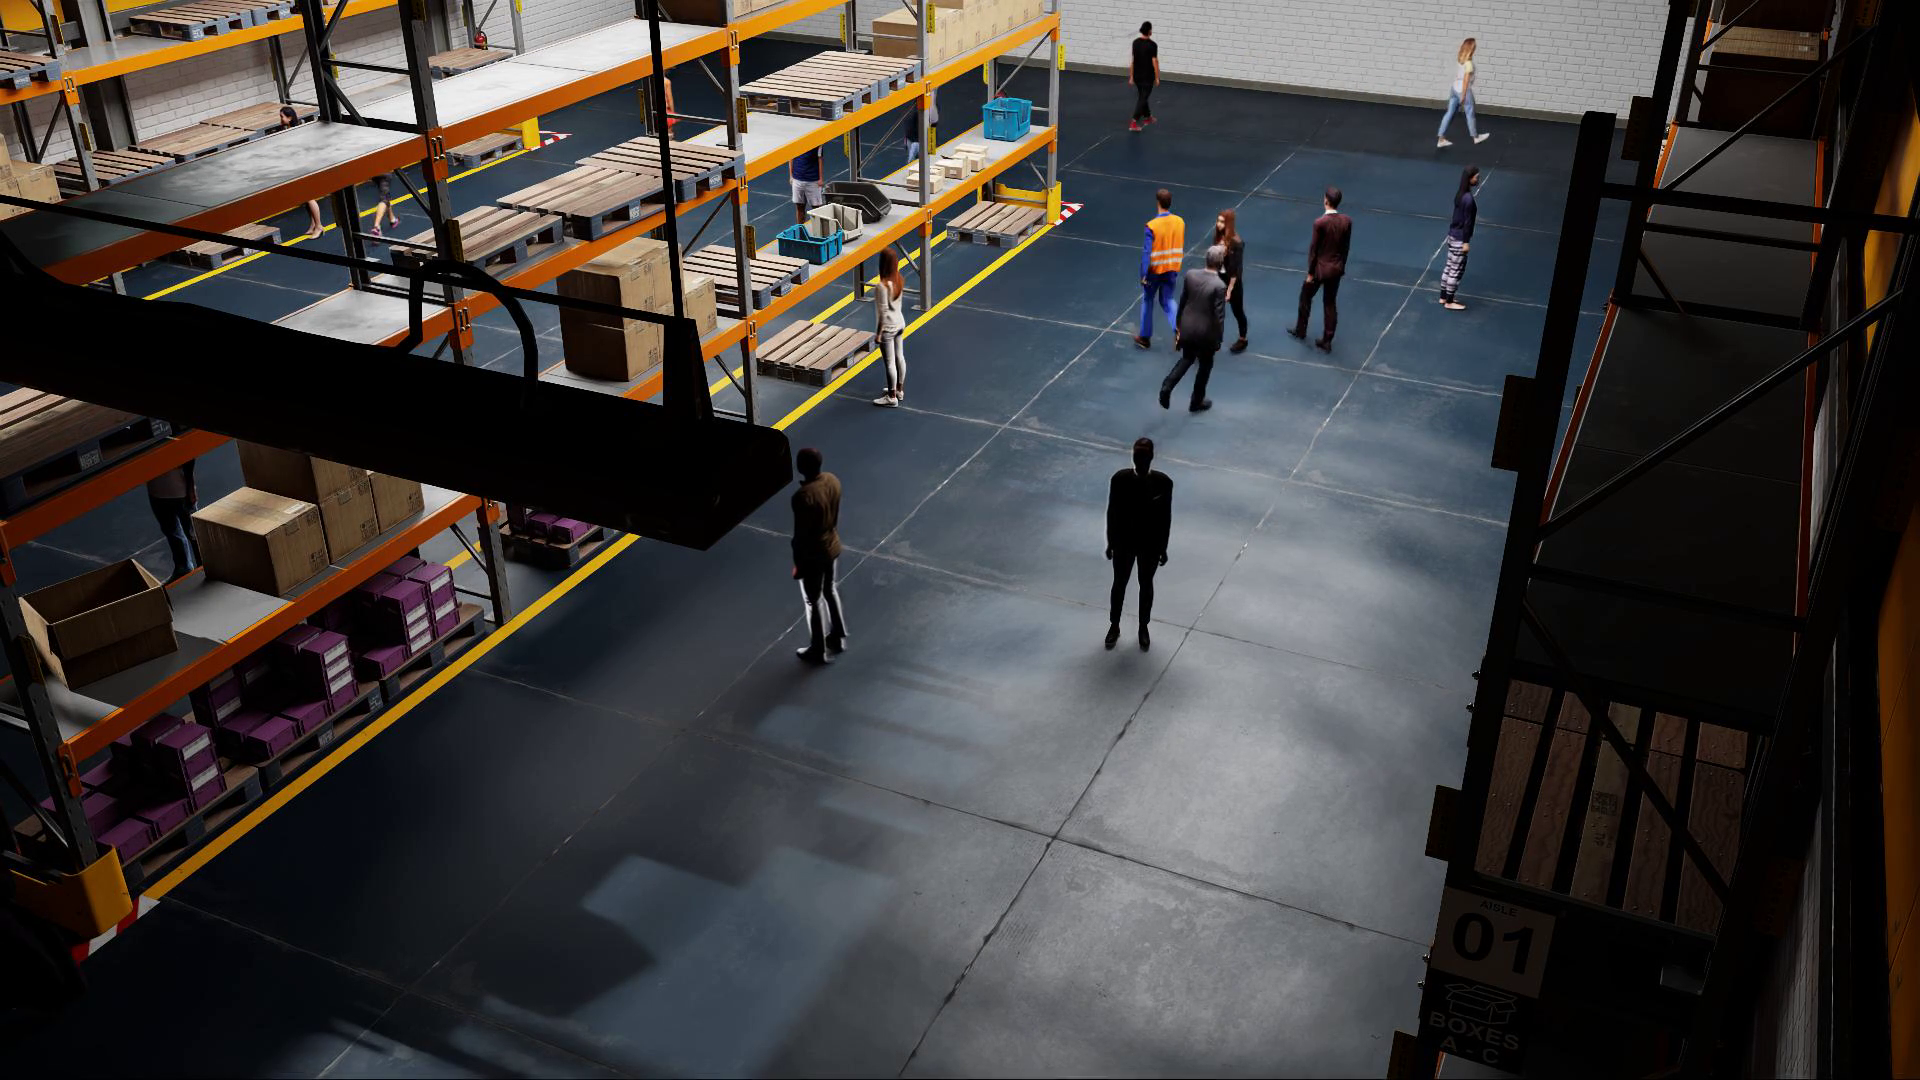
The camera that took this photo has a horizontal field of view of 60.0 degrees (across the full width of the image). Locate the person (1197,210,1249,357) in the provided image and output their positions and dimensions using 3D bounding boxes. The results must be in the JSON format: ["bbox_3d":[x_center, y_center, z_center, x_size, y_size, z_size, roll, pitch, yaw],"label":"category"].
[{"bbox_3d":[3.067,-2.852,18.563,1.203,1.665,0.920,-23,36,-35],"label":"person"}]

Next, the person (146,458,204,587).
[{"bbox_3d":[-6.612,-0.442,13.936,0.679,1.865,0.553,11,30,19],"label":"person"}]

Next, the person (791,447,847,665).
[{"bbox_3d":[-1.109,0.111,12.973,0.770,1.816,0.517,14,32,24],"label":"person"}]

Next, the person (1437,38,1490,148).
[{"bbox_3d":[7.790,-7.001,26.148,1.118,1.684,1.095,-8,30,-14],"label":"person"}]

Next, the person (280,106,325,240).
[{"bbox_3d":[-8.814,-4.914,22.234,0.807,1.769,0.779,-17,33,-29],"label":"person"}]

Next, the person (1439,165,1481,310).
[{"bbox_3d":[5.991,-3.636,19.930,0.733,1.732,0.596,0,29,-1],"label":"person"}]

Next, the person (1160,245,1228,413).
[{"bbox_3d":[2.417,-2.122,17.067,0.972,1.815,1.089,24,37,37],"label":"person"}]

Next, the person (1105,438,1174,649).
[{"bbox_3d":[1.403,0.015,13.166,0.715,1.799,0.665,4,29,7],"label":"person"}]

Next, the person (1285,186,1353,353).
[{"bbox_3d":[4.142,-3.000,18.649,1.038,1.841,1.099,-10,30,-17],"label":"person"}]

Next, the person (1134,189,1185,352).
[{"bbox_3d":[2.314,-2.966,18.601,1.072,1.828,1.112,-14,32,-24],"label":"person"}]

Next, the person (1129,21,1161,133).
[{"bbox_3d":[2.952,-7.476,26.985,0.883,1.717,1.206,25,37,37],"label":"person"}]

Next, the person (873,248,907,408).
[{"bbox_3d":[-0.715,-2.229,17.368,0.649,1.715,0.487,14,32,24],"label":"person"}]

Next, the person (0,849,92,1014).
[{"bbox_3d":[-5.673,2.116,9.538,1.121,1.586,1.060,-10,30,-17],"label":"person"}]
